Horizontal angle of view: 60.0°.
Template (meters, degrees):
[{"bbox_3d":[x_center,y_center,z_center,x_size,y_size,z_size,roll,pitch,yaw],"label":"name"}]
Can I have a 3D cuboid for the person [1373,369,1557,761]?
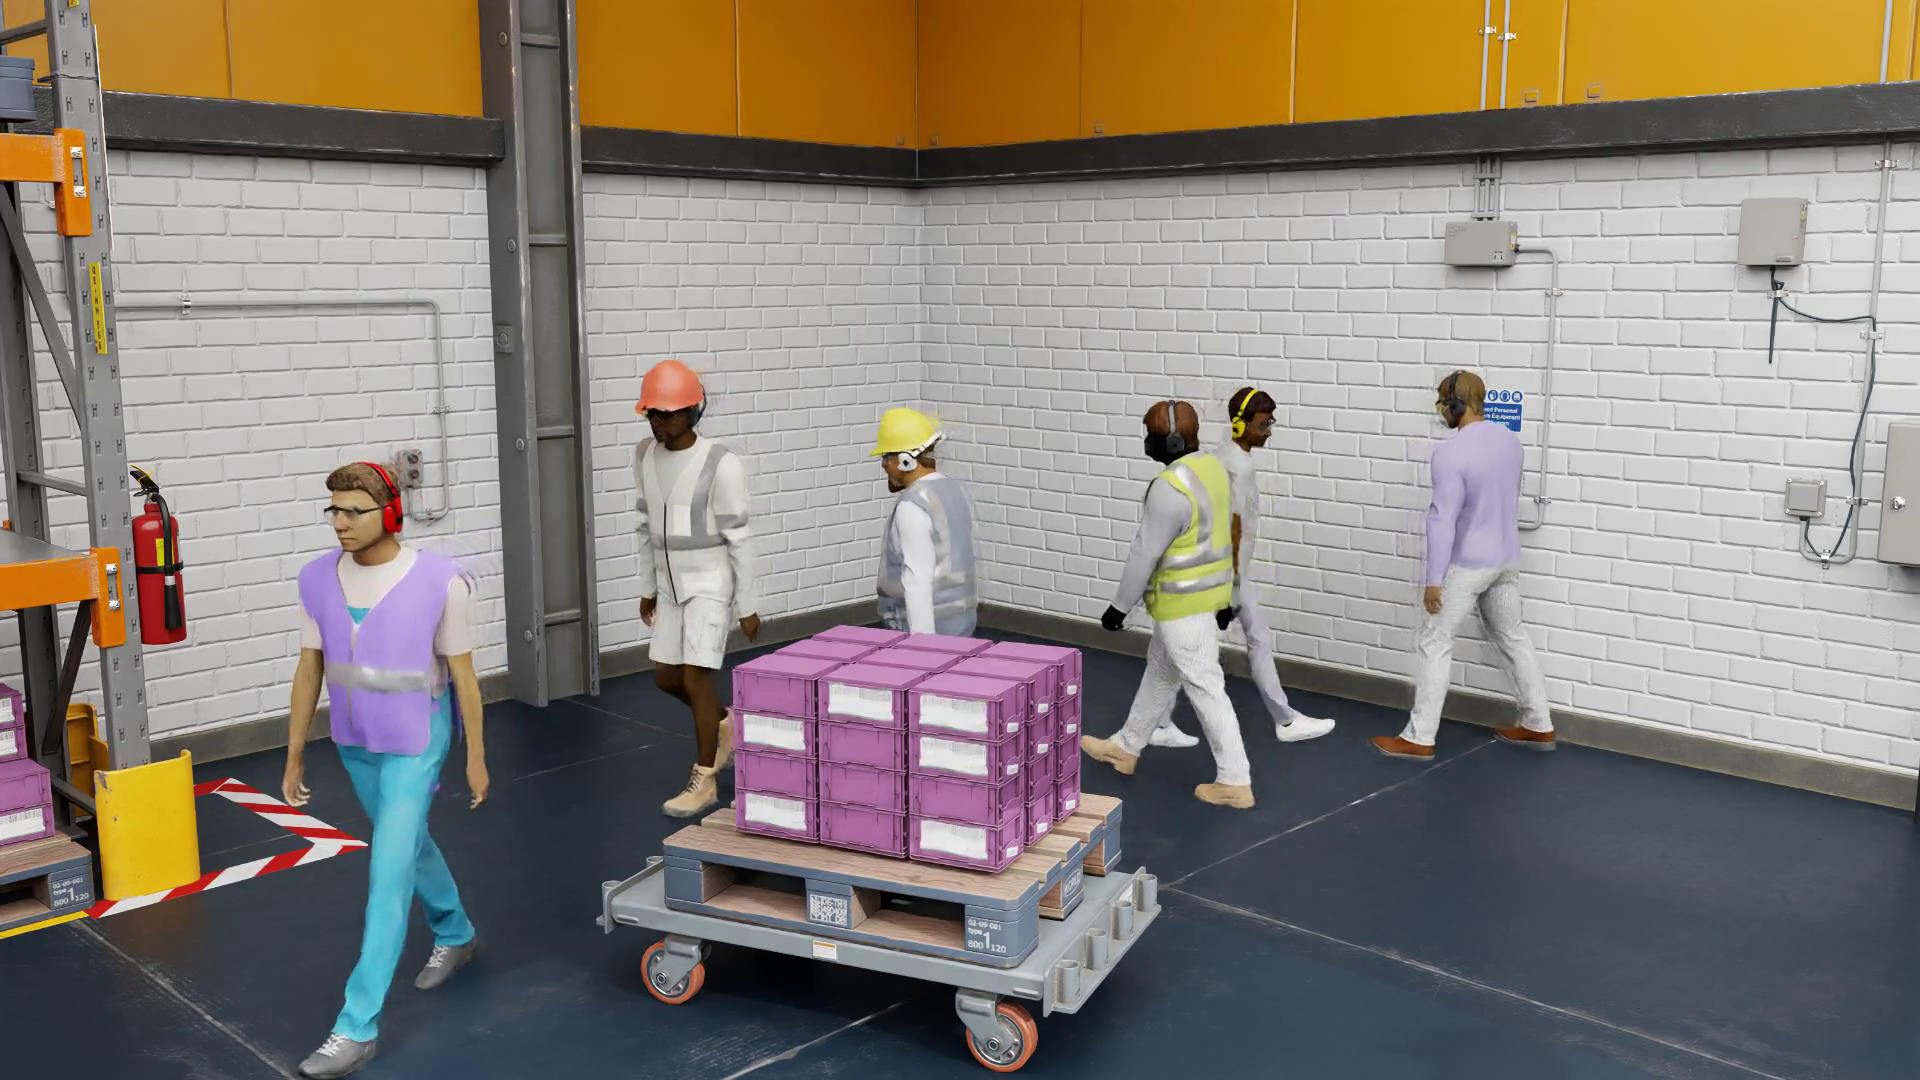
[{"bbox_3d":[2.467,0.128,8.053,0.799,1.887,0.568,-7,11,-36],"label":"person"}]

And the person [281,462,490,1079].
[{"bbox_3d":[-1.784,0.641,5.151,0.596,1.794,0.996,3,10,18],"label":"person"}]

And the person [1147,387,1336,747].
[{"bbox_3d":[1.352,0.145,8.176,0.992,1.798,0.560,-1,9,-9],"label":"person"}]

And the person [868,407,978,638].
[{"bbox_3d":[-0.229,0.352,6.864,0.735,1.799,0.603,4,10,22],"label":"person"}]

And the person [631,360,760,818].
[{"bbox_3d":[-1.129,0.199,7.276,0.626,2.000,0.734,6,11,35],"label":"person"}]

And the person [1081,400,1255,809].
[{"bbox_3d":[0.925,0.275,7.383,0.923,1.792,0.633,4,10,24],"label":"person"}]
